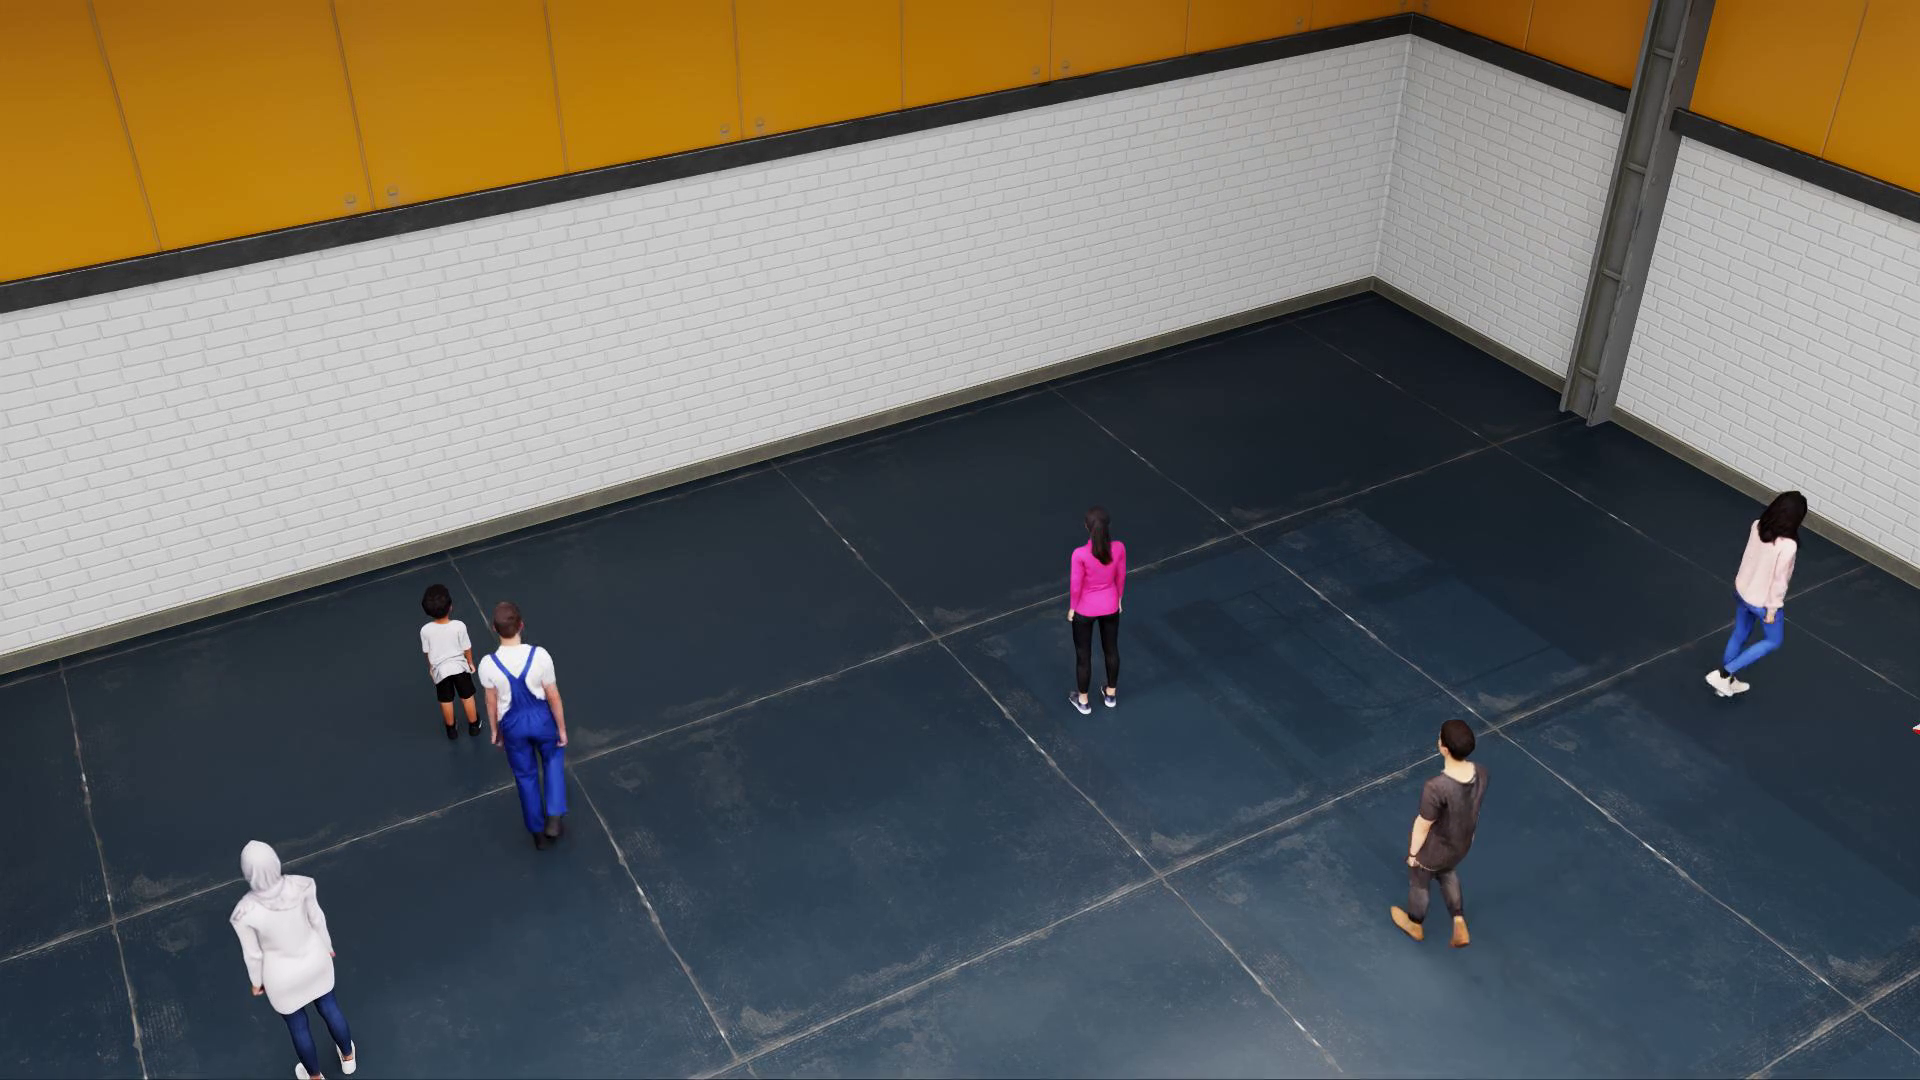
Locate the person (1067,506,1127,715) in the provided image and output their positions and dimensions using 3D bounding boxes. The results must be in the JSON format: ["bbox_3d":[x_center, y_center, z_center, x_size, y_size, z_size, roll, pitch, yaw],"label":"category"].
[{"bbox_3d":[0.982,0.496,11.946,0.625,1.699,0.609,-11,35,-16],"label":"person"}]

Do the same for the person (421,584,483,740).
[{"bbox_3d":[-3.615,0.874,11.776,0.524,1.257,0.545,-9,35,-14],"label":"person"}]

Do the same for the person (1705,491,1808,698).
[{"bbox_3d":[5.673,0.430,11.989,0.849,1.760,0.757,-4,34,-6],"label":"person"}]

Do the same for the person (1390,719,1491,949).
[{"bbox_3d":[2.938,1.822,9.947,0.683,1.702,0.843,-13,36,-19],"label":"person"}]

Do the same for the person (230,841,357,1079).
[{"bbox_3d":[-3.638,2.337,9.104,0.646,1.777,0.584,-25,41,-33],"label":"person"}]

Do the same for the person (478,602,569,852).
[{"bbox_3d":[-2.765,1.258,10.671,0.729,1.839,0.804,-11,35,-16],"label":"person"}]
